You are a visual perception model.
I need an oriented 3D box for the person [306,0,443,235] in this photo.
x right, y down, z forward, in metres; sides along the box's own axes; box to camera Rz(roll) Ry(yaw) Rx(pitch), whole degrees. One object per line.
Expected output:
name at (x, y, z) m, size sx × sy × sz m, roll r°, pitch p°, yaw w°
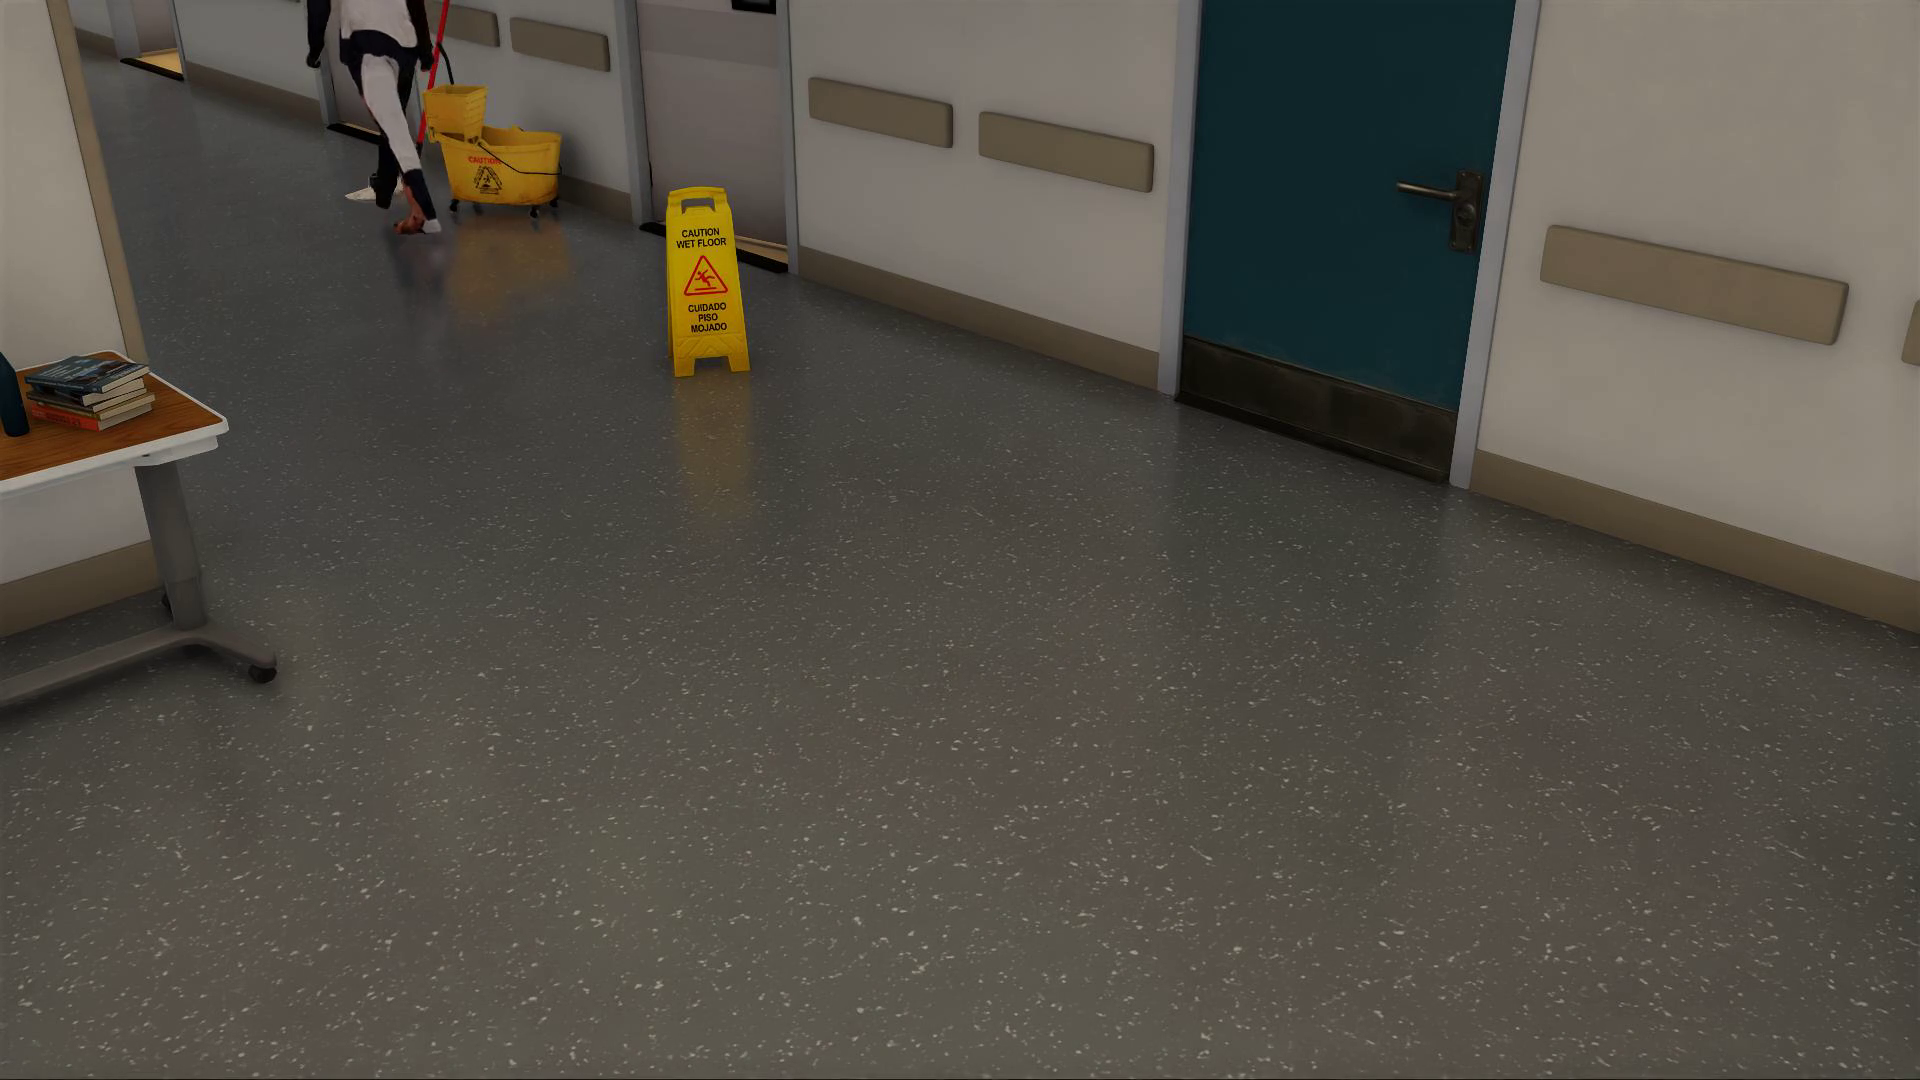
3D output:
person at (-2.944, -2.485, 8.592) m, size 1.163 × 1.838 × 0.736 m, roll 22°, pitch 34°, yaw 38°
